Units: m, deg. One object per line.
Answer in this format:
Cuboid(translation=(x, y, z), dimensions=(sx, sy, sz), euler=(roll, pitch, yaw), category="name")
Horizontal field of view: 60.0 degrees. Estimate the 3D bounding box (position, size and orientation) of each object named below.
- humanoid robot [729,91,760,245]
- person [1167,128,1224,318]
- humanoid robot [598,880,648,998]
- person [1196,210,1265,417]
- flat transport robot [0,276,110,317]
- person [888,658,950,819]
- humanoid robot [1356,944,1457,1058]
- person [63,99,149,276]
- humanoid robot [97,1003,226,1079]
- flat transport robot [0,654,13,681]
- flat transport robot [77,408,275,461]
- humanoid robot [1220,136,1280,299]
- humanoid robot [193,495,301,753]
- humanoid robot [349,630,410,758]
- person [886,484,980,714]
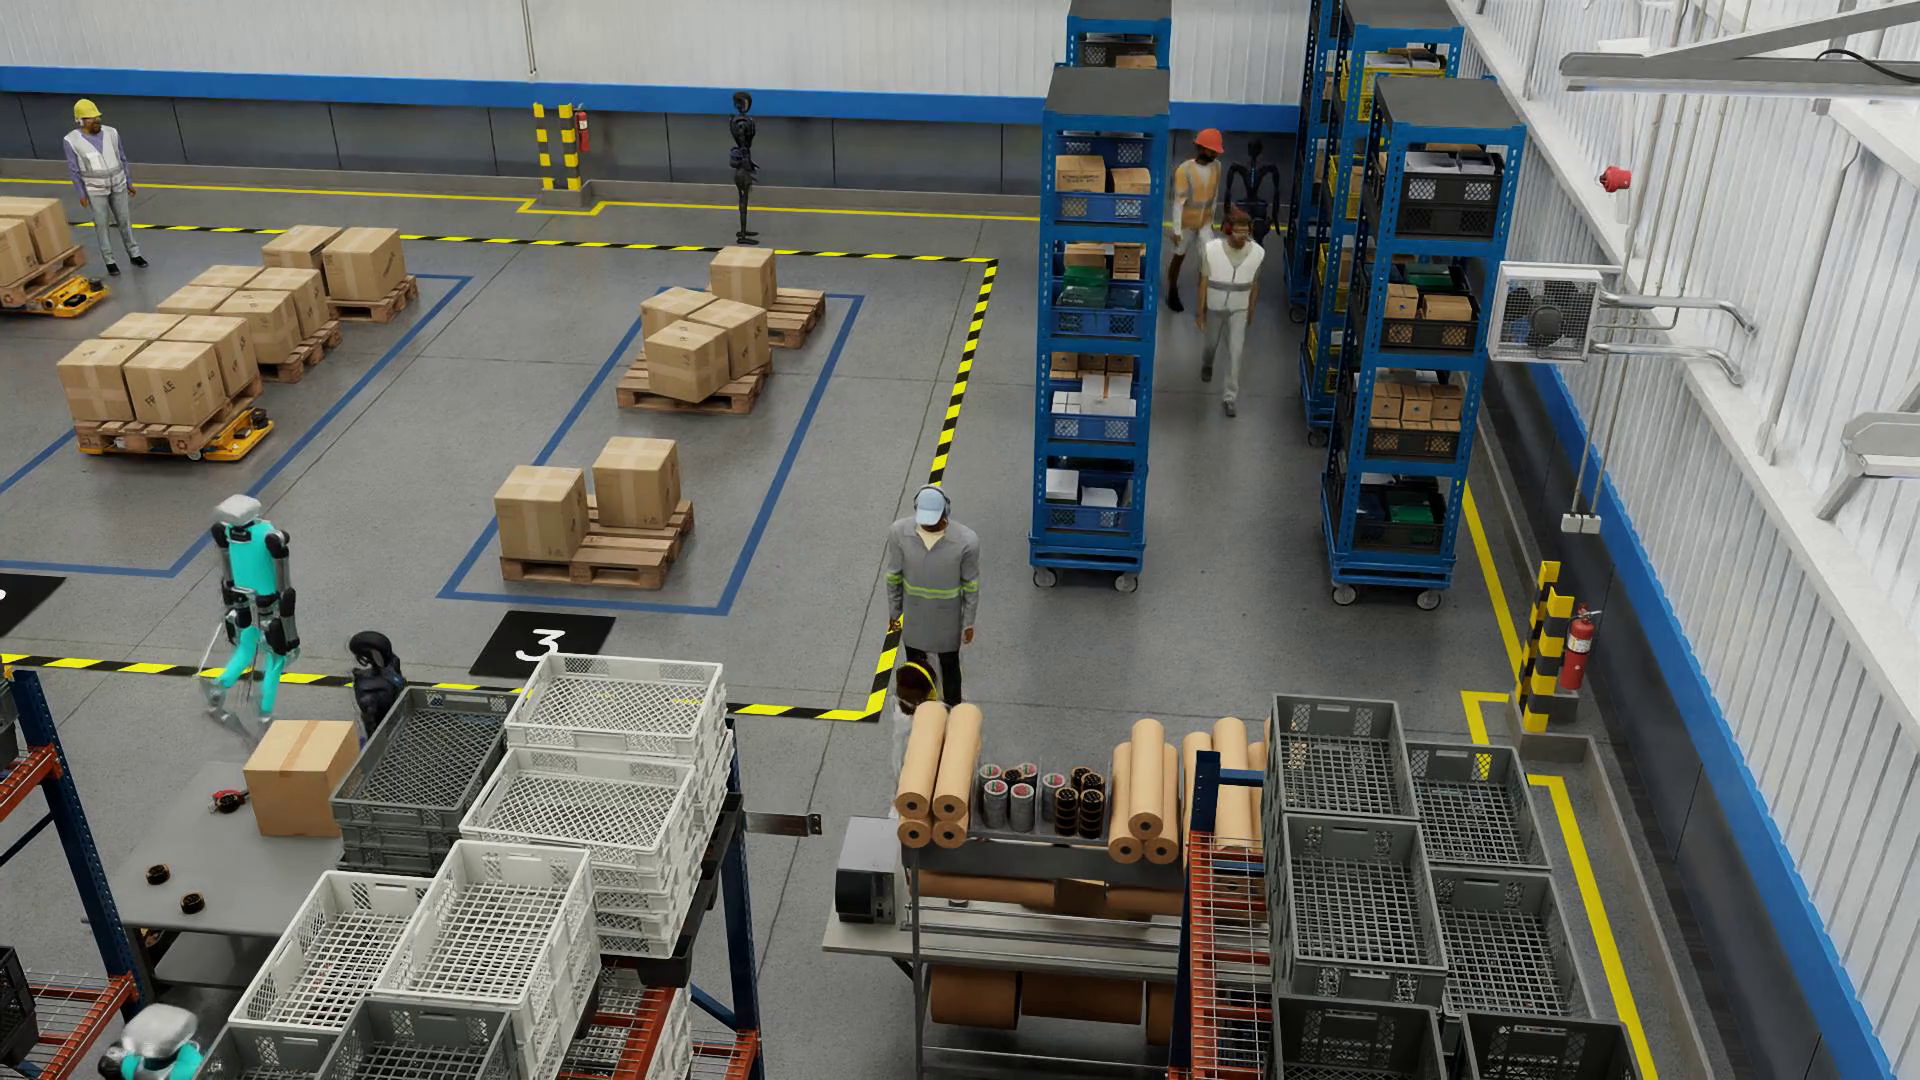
Cuboid(translation=(-2.373, -4.119, 18.338), dimensions=(0.315, 1.653, 0.599), euler=(-2, 30, -3), category="humanoid robot")
Cuboid(translation=(2.349, -3.093, 16.373), dimensions=(0.588, 1.891, 0.871), euler=(-13, 33, -21), category="person")
Cuboid(translation=(-1.765, 1.620, 8.474), dimensions=(0.315, 1.659, 0.599), euler=(-23, 37, -34), category="humanoid robot")
Cuboid(translation=(2.362, -2.078, 14.706), dimensions=(0.561, 1.807, 0.852), euler=(1, 30, 1), category="person")
Cuboid(translation=(-9.552, -2.522, 16.978), dimensions=(1.431, 0.197, 0.652), euler=(3, 30, 6), category="flat transport robot")
Cuboid(translation=(-0.277, 1.414, 8.685), dimensions=(0.520, 1.841, 0.735), euler=(26, 39, 37), category="person")
Cuboid(translation=(2.003, 2.180, 7.537), dimensions=(0.426, 1.643, 0.608), euler=(-11, 32, -19), category="humanoid robot")
Cuboid(translation=(-8.995, -3.718, 17.499), dimensions=(0.404, 1.836, 0.598), euler=(24, 38, 35), category="person")
Cuboid(translation=(-3.039, 2.537, 6.978), dimensions=(0.543, 1.909, 0.711), euler=(4, 30, 7), category="humanoid robot")
Cuboid(translation=(-7.142, 0.969, 11.010), dimensions=(1.431, 0.231, 0.659), euler=(3, 30, 6), category="flat transport robot")
Cuboid(translation=(-6.728, -0.944, 14.268), dimensions=(1.431, 0.197, 0.652), euler=(3, 30, 6), category="flat transport robot")
Cuboid(translation=(2.985, -3.338, 17.051), dimensions=(0.604, 1.624, 0.770), euler=(4, 30, 7), category="humanoid robot")
Cuboid(translation=(-4.353, 0.662, 10.079), dimensions=(0.557, 1.771, 0.819), euler=(12, 32, 20), category="humanoid robot")
Cuboid(translation=(-3.192, 1.181, 9.257), dimensions=(0.583, 1.644, 0.592), euler=(0, 30, 0), category="humanoid robot")
Cuboid(translation=(-0.178, 0.463, 10.307), dimensions=(0.587, 1.850, 0.388), euler=(6, 31, 11), category="person")
